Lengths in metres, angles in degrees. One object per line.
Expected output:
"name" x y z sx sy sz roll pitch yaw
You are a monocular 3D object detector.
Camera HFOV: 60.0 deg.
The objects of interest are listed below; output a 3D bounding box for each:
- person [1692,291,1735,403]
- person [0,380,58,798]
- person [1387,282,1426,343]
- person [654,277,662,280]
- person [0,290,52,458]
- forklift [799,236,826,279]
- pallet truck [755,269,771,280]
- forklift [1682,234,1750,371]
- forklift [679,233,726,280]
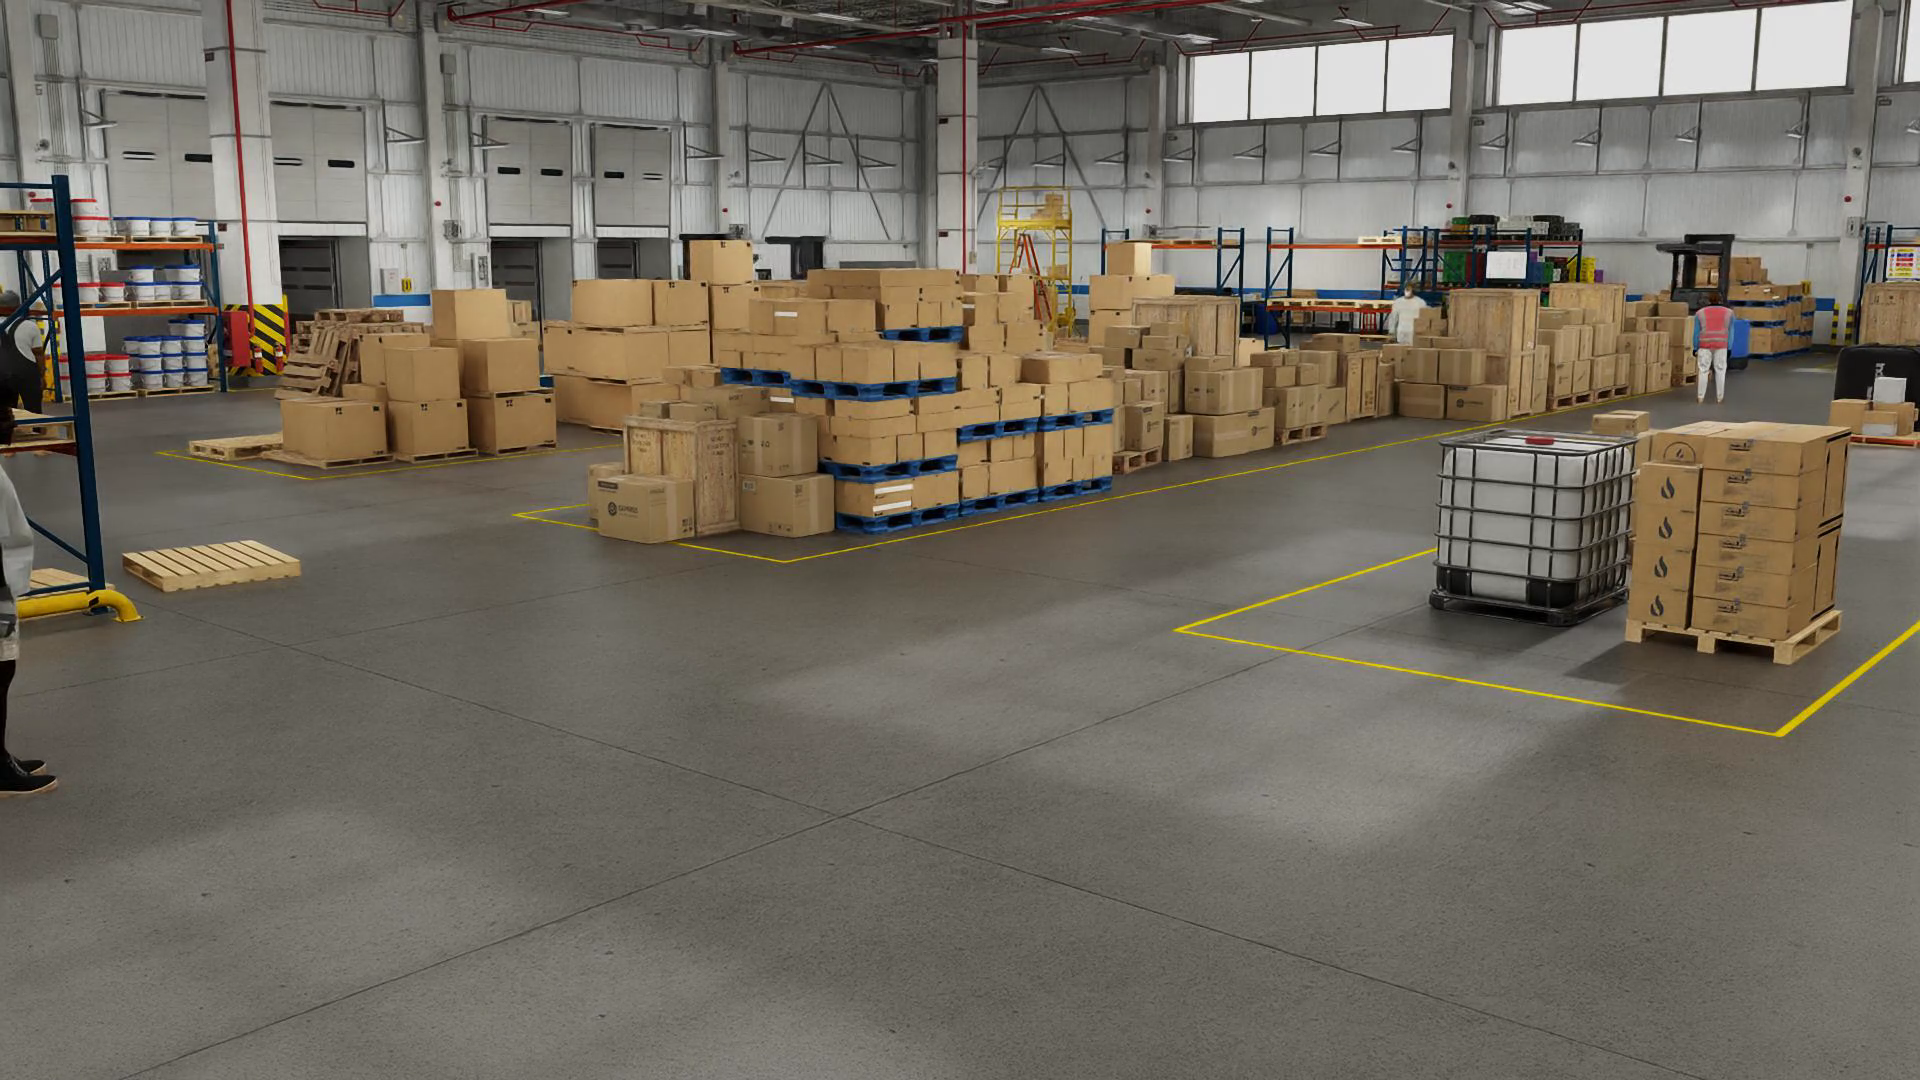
"person" 12.375 -3.159 27.355 0.624 1.837 0.430 4 11 20
"person" -4.513 0.219 7.770 0.363 1.954 0.612 -7 12 -34
"person" 8.384 -3.891 31.343 0.634 1.891 0.982 7 12 36
"person" -6.516 -4.725 36.021 0.636 1.929 0.385 -5 11 -25
"person" -11.496 -2.024 20.307 0.689 2.000 0.539 -2 10 -13
"forklift" -3.510 -5.873 39.831 1.873 2.768 1.129 2 10 14
"pallet truck" -4.996 -6.432 45.525 1.885 1.965 0.823 -6 12 -32
"forklift" 15.260 -4.861 34.066 1.873 2.768 1.129 -7 12 -34
"forklift" -5.031 -4.620 32.696 1.873 2.768 1.129 8 13 40
